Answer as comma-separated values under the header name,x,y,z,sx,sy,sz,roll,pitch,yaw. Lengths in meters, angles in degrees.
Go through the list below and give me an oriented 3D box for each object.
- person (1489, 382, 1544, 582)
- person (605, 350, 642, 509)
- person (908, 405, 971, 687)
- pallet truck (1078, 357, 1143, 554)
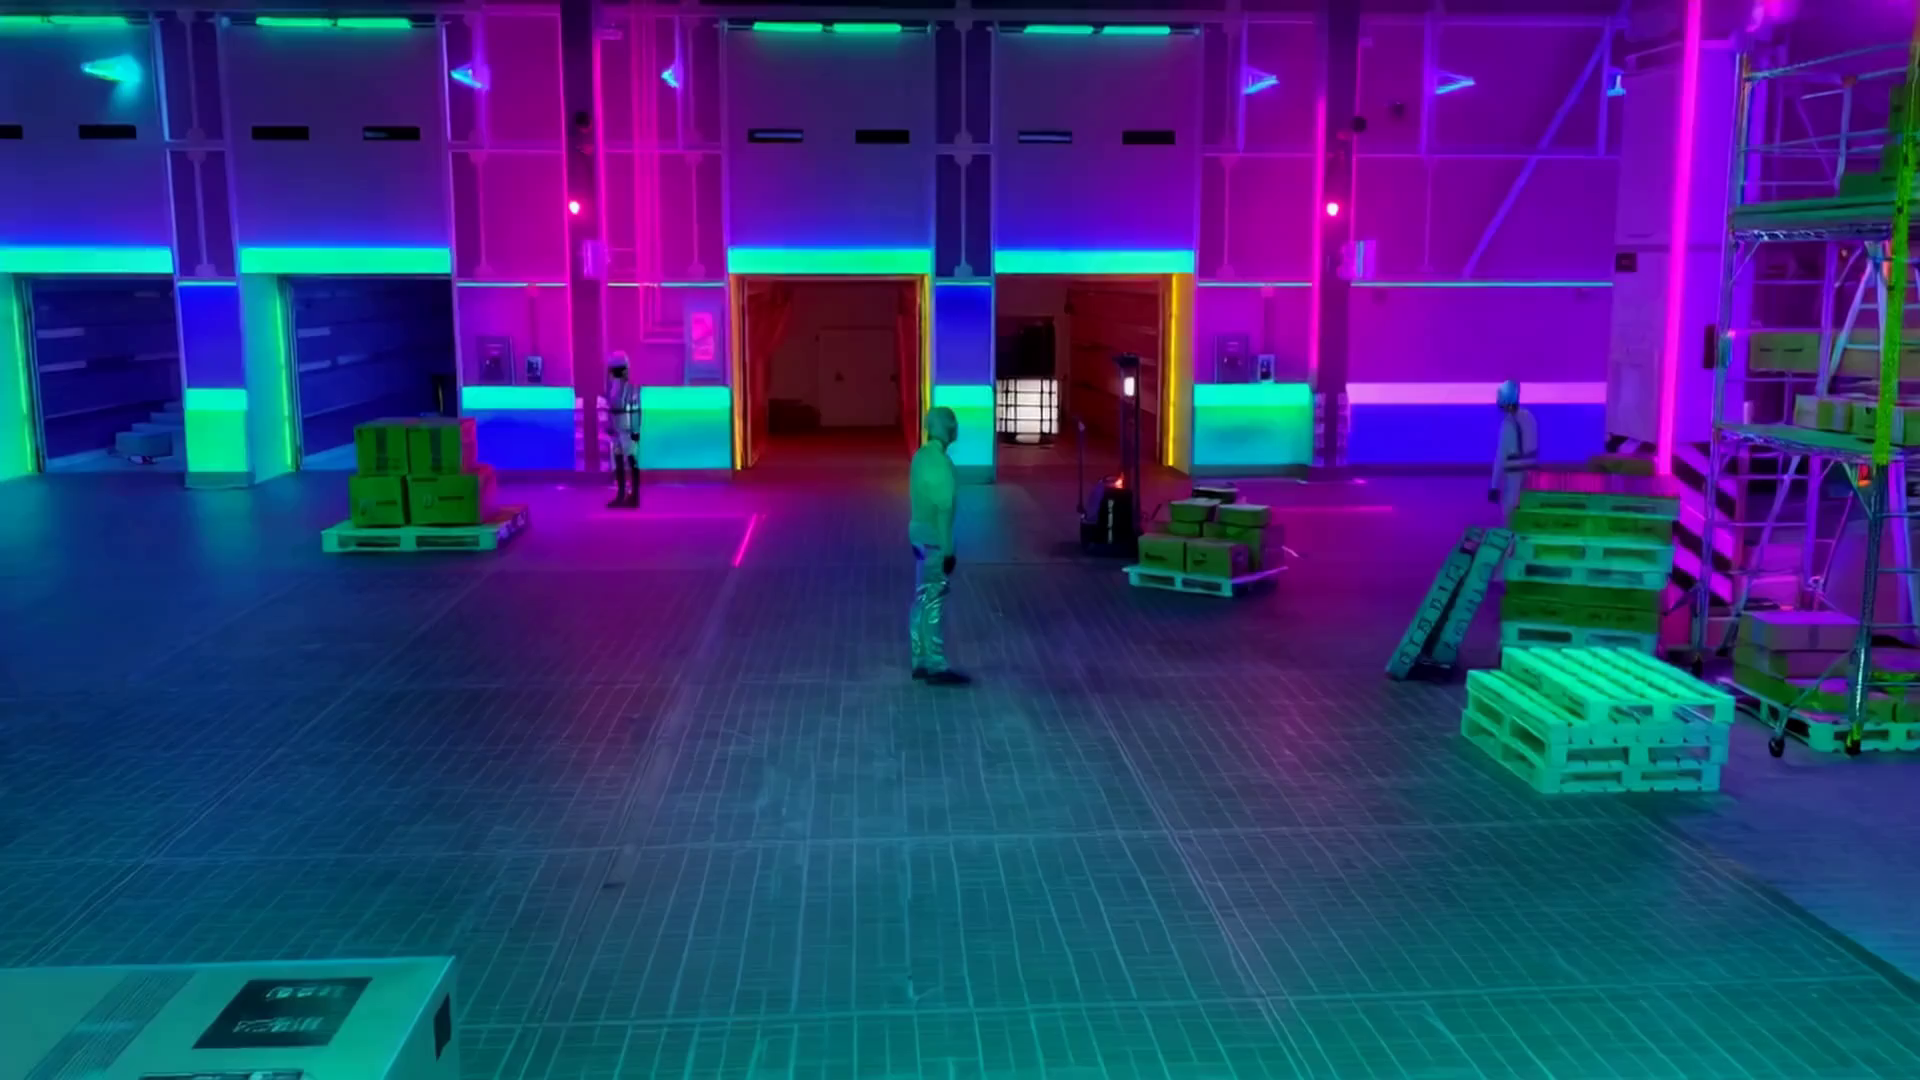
name,x,y,z,sx,sy,sz,roll,pitch,yaw
person,5.192,-0.545,15.422,0.697,1.854,0.347,-7,11,-36
person,-4.095,-1.339,20.142,0.543,1.929,0.387,6,11,33
person,-0.165,0.037,11.465,0.376,1.940,0.629,-3,10,-18
pallet truck,2.088,-0.836,16.757,1.885,1.965,0.823,2,9,13
